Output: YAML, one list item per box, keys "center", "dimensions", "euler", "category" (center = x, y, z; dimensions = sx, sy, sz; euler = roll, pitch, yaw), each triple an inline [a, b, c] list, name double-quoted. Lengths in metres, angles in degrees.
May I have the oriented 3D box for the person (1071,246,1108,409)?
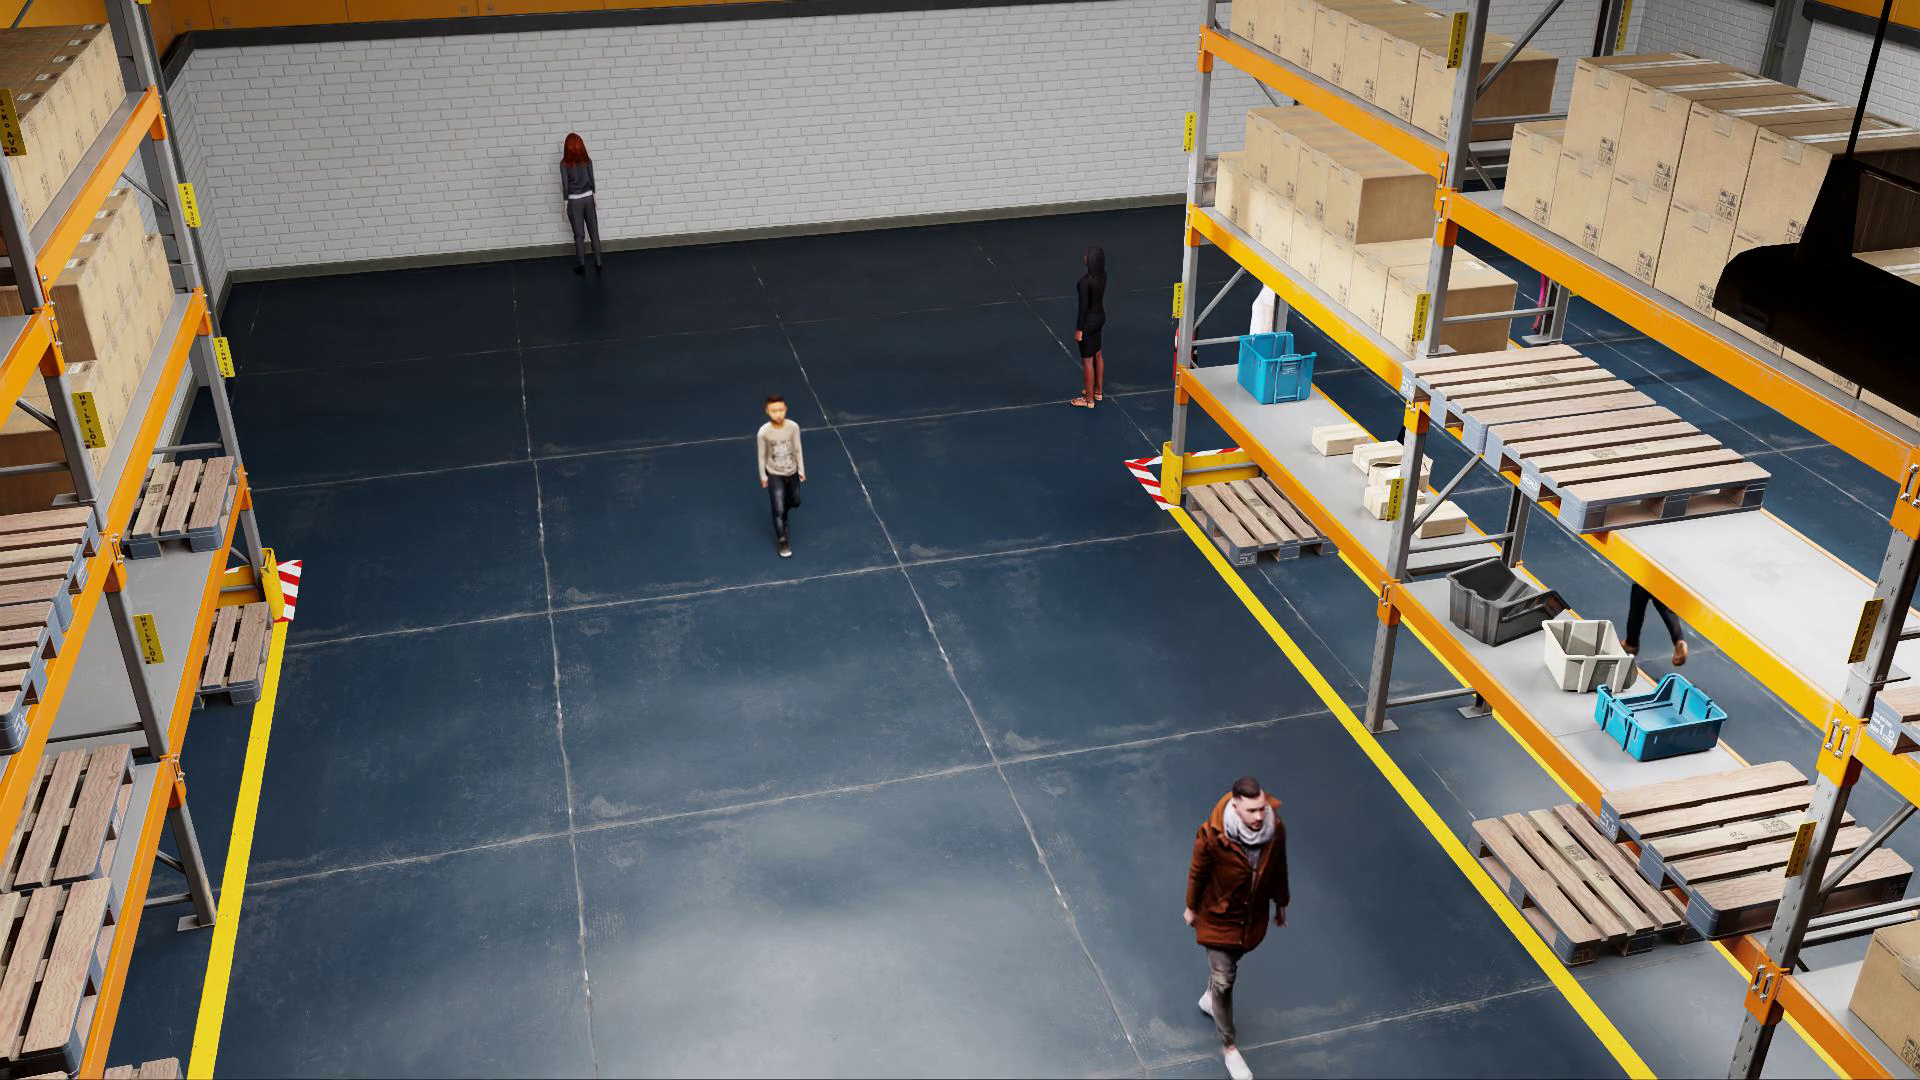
- center: [1.343, -2.216, 17.176]
  dimensions: [0.719, 1.720, 0.665]
  euler: [16, 32, 27]
  category: "person"

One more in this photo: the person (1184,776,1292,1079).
- center: [1.481, 2.030, 9.297]
  dimensions: [0.803, 1.810, 1.004]
  euler: [-12, 31, -20]
  category: "person"

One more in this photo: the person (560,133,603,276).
- center: [-4.731, -4.201, 20.753]
  dimensions: [0.634, 1.779, 0.591]
  euler: [-16, 33, -27]
  category: "person"

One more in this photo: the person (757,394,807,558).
- center: [-1.569, -0.613, 14.518]
  dimensions: [0.630, 1.451, 0.856]
  euler: [-11, 31, -20]
  category: "person"
